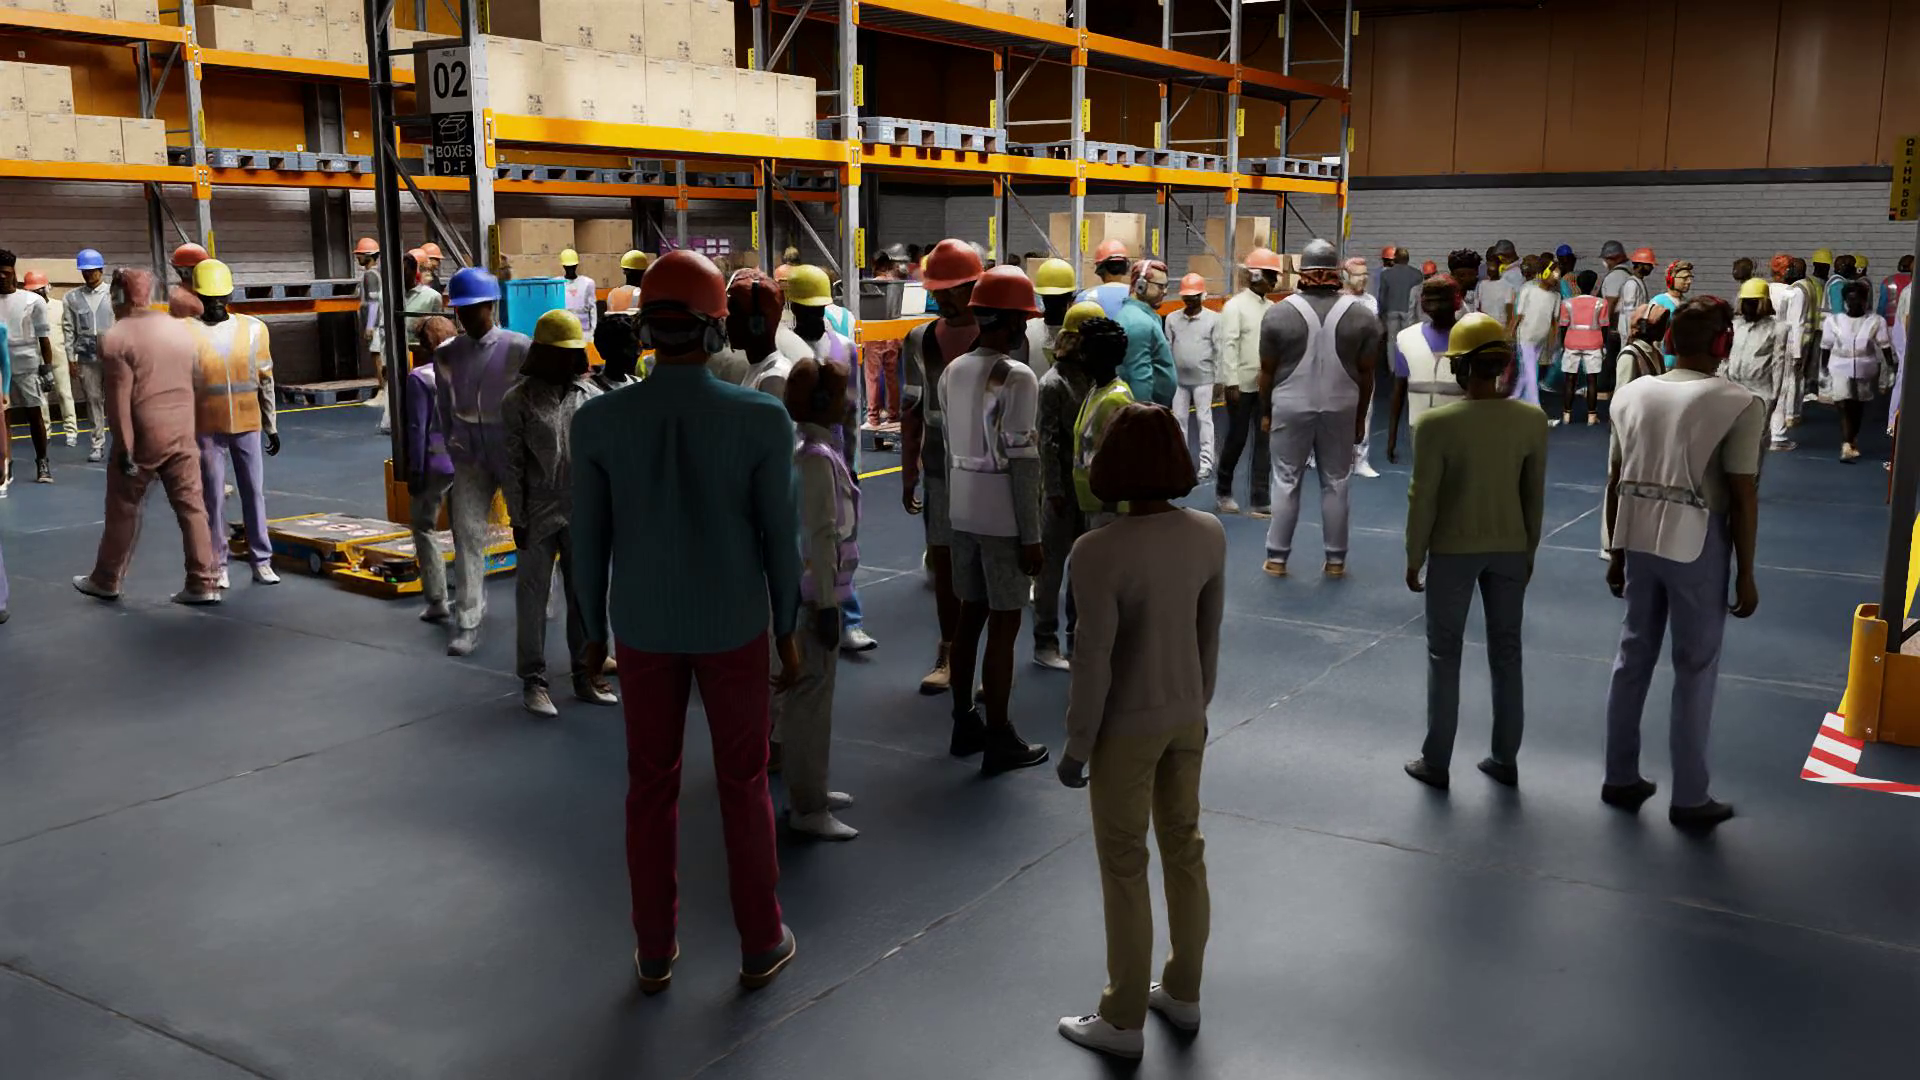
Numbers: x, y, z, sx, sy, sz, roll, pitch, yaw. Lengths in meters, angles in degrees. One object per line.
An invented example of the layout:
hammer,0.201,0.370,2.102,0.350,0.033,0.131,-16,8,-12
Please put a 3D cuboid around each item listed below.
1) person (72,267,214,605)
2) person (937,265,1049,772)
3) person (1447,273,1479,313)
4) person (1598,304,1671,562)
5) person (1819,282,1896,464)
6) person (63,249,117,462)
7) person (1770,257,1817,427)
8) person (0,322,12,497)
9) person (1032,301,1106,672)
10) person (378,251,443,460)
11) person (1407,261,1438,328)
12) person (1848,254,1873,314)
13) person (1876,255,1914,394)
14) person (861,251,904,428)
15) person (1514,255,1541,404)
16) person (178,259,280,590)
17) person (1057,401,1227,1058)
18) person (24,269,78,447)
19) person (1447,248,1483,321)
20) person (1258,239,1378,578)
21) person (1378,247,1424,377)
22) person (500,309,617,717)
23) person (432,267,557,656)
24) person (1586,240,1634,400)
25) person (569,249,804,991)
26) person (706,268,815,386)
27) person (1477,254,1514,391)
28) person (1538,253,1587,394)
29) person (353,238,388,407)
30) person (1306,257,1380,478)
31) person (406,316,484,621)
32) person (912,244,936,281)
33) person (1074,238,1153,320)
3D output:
person,-4.571,-0.565,9.242,0.928,1.860,0.640,5,11,24
person,0.147,-0.082,6.406,0.386,1.929,0.543,-7,12,-33
person,7.191,-3.162,23.672,0.595,1.848,0.901,-5,11,-26
person,4.243,-0.661,10.447,0.512,1.631,0.318,-10,14,-43
person,8.198,-1.527,15.205,0.617,1.639,0.894,5,11,25
person,-7.849,-1.675,15.211,0.613,1.942,0.405,-2,10,-12
person,9.066,-2.153,18.148,0.429,1.837,0.631,9,14,41
person,-7.715,-1.177,12.992,0.354,1.737,0.578,6,12,30
person,0.568,-0.253,7.880,0.486,1.742,0.318,-9,14,-42
person,-4.929,-1.627,14.983,0.588,1.920,0.398,1,10,6
person,6.335,-2.896,22.508,0.578,1.745,0.356,4,11,20
person,12.203,-2.968,22.676,0.403,1.826,0.594,5,11,26
person,12.358,-2.812,21.815,0.627,1.836,0.431,4,11,22
person,-0.817,-2.114,17.732,0.599,1.905,0.391,-9,14,-41
person,6.889,-2.536,20.224,0.340,1.846,0.512,-1,10,-6
person,-4.274,-0.664,9.677,0.591,1.913,0.396,-8,13,-37
person,0.451,0.472,4.146,0.497,1.633,0.285,-8,13,-39
person,-8.959,-1.775,16.299,0.574,1.740,0.348,-3,11,-17
person,3.812,-1.264,12.851,0.364,1.961,0.631,3,11,19
person,2.124,-0.789,10.002,0.689,2.000,0.535,1,10,3
person,6.478,-3.347,24.514,0.637,1.926,0.524,1,10,6
person,-1.702,-0.114,7.119,0.483,1.738,0.320,-9,13,-40
person,-2.348,-0.432,8.456,0.607,1.898,1.022,1,10,3
person,8.313,-2.788,21.078,0.572,2.000,0.749,8,13,39
person,-0.723,0.230,4.479,0.612,1.996,0.389,0,10,1
person,-0.966,-0.302,7.716,0.655,1.895,0.400,-9,14,-42
person,6.559,-2.597,20.561,0.393,1.849,0.534,-9,14,-42
person,8.072,-2.863,22.032,0.600,1.838,1.009,-7,13,-36
person,-7.130,-2.631,20.199,0.377,2.045,0.605,-2,10,-9
person,3.313,-1.496,14.380,0.649,1.879,0.807,-5,12,-27
person,-2.745,-0.381,8.890,0.323,1.626,0.528,4,11,23
person,-0.447,-3.600,25.807,0.601,1.958,0.388,5,11,26
person,1.145,-1.243,12.545,0.609,2.034,0.416,-1,10,-7
